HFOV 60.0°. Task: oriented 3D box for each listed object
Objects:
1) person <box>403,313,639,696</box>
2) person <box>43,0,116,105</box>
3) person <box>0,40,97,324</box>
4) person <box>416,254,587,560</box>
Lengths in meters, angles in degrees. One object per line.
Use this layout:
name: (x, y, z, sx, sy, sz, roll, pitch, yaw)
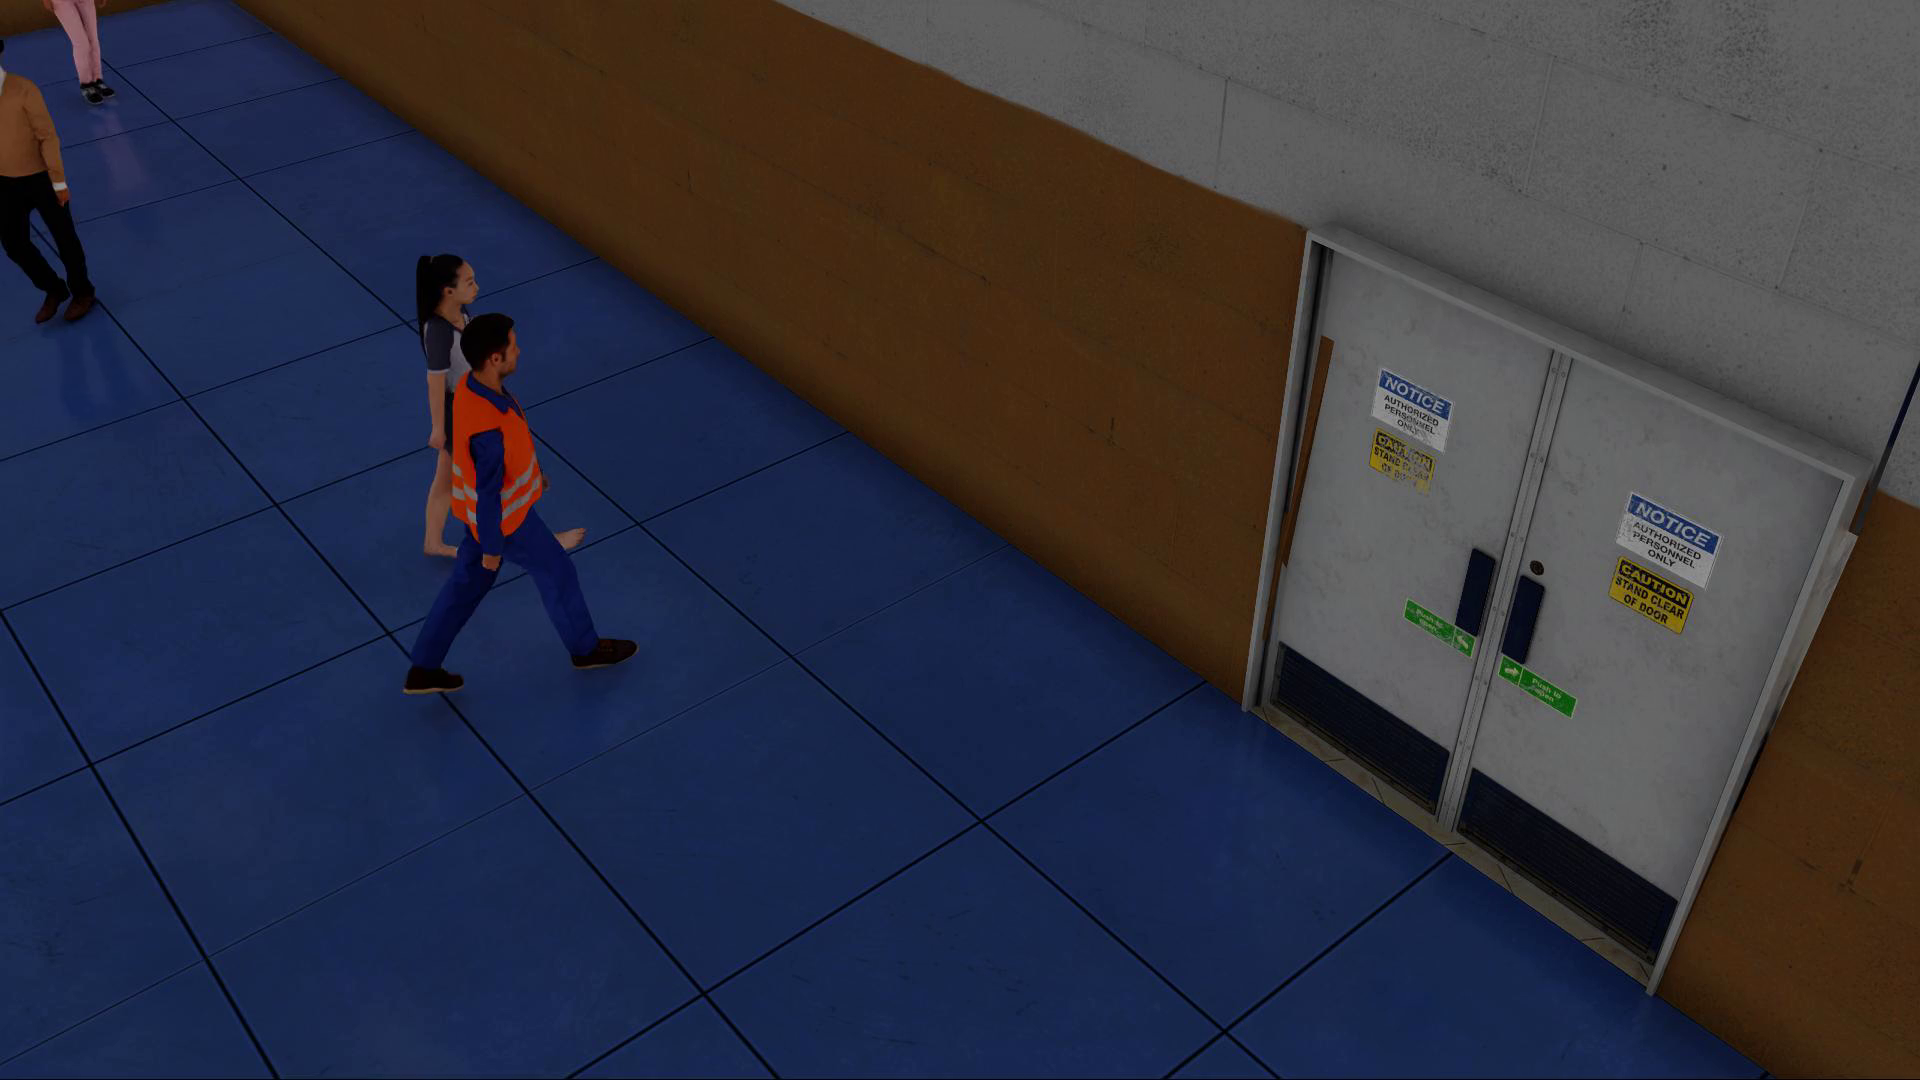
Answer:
person: (-1.979, -0.057, 6.837, 1.319, 1.815, 0.927, -17, 40, -21)
person: (-6.649, -4.051, 12.387, 0.631, 1.542, 0.597, 26, 44, 30)
person: (-5.374, -2.131, 9.659, 0.771, 1.746, 0.842, 1, 37, 2)
person: (-2.380, -0.538, 7.651, 1.112, 1.606, 0.948, -3, 37, -4)
